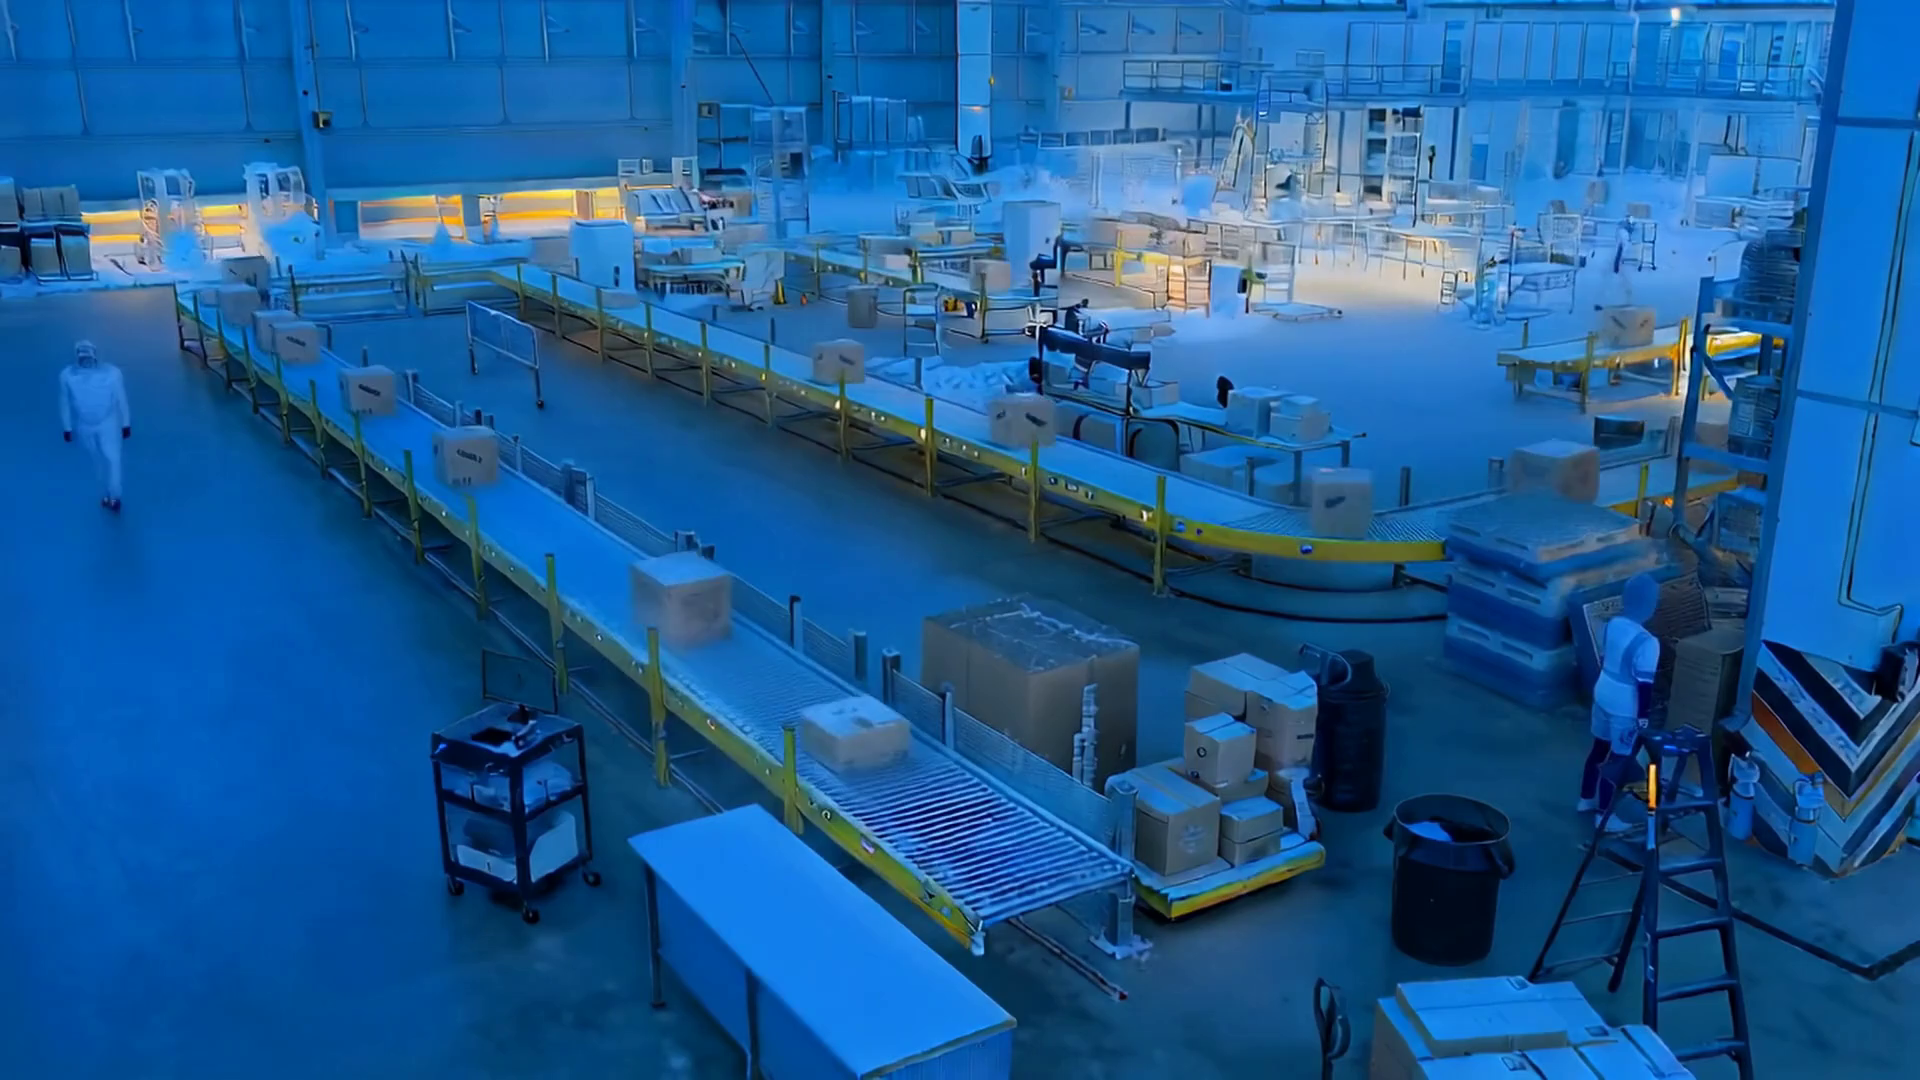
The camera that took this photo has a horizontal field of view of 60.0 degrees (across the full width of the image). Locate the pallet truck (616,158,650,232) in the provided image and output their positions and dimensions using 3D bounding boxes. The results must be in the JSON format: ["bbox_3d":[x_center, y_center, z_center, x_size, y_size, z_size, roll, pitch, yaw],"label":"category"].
[{"bbox_3d":[-8.918,-9.176,44.255,0.823,1.965,1.885,-9,19,-27],"label":"pallet truck"}]

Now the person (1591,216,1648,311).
[{"bbox_3d":[12.460,-5.173,31.288,1.008,1.795,0.595,5,17,16],"label":"person"}]

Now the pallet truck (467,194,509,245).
[{"bbox_3d":[-11.983,-8.177,42.137,0.704,1.261,1.522,-11,20,-33],"label":"pallet truck"}]

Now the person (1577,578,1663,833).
[{"bbox_3d":[4.279,1.061,10.735,0.331,1.689,0.544,-2,17,-5],"label":"person"}]

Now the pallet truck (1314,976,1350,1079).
[{"bbox_3d":[2.299,2.390,7.086,1.601,1.201,0.680,-2,17,-7],"label":"pallet truck"}]

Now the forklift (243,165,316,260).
[{"bbox_3d":[-15.898,-7.669,38.708,1.157,1.987,2.680,-11,20,-33],"label":"forklift"}]

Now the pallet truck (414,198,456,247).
[{"bbox_3d":[-13.250,-8.060,41.856,0.680,1.201,1.601,-10,20,-31],"label":"pallet truck"}]

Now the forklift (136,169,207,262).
[{"bbox_3d":[-17.842,-7.318,37.559,1.157,1.987,2.680,-10,20,-31],"label":"forklift"}]

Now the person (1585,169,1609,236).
[{"bbox_3d":[16.622,-8.787,43.355,0.554,1.750,0.489,2,17,5],"label":"person"}]

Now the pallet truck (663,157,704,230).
[{"bbox_3d":[-7.586,-9.308,44.692,0.823,1.965,1.885,-11,20,-33],"label":"pallet truck"}]

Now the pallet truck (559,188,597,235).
[{"bbox_3d":[-10.010,-8.652,43.699,0.653,1.274,1.630,-10,20,-31],"label":"pallet truck"}]

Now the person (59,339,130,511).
[{"bbox_3d":[-9.408,-1.245,18.086,0.648,1.862,0.973,-4,17,-12],"label":"person"}]

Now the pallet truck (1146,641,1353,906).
[{"bbox_3d":[1.664,1.407,10.232,1.630,1.274,0.653,-10,20,-31],"label":"pallet truck"}]
